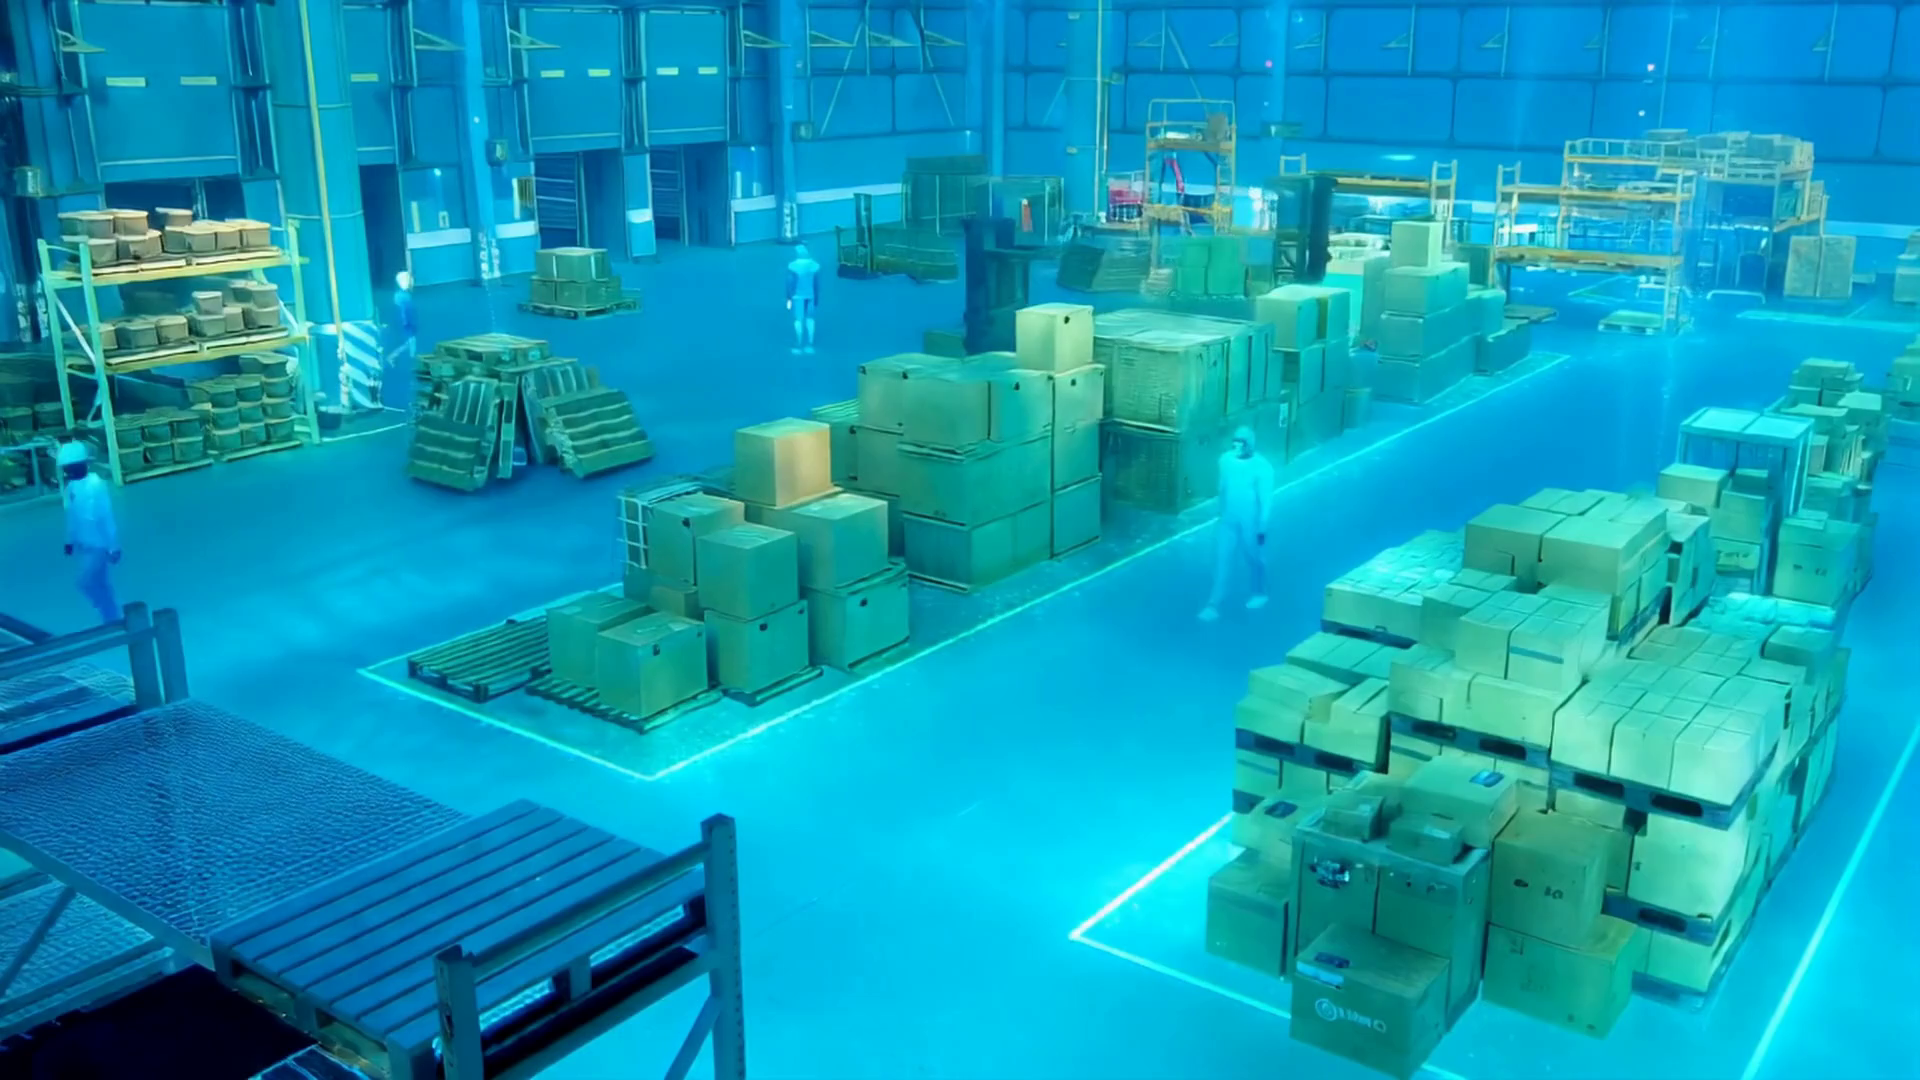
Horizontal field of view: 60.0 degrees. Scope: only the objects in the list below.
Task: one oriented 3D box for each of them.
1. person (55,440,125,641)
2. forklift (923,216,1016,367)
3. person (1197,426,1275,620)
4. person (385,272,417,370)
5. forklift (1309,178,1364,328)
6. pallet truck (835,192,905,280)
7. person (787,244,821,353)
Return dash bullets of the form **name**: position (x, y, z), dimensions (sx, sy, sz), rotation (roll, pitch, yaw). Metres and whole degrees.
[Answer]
- **person**: position (-8.073, 0.001, 15.416), dimensions (0.607, 1.907, 0.490), rotation (14, 22, 39)
- **forklift**: position (0.439, -3.495, 25.346), dimensions (1.873, 2.768, 1.129), rotation (12, 21, 35)
- **person**: position (2.713, -0.175, 16.056), dimensions (0.647, 1.885, 1.009), rotation (15, 23, 42)
- **person**: position (-9.374, -3.670, 27.958), dimensions (0.524, 1.680, 0.542), rotation (0, 17, -1)
- **forklift**: position (6.985, -5.591, 32.289), dimensions (1.873, 2.768, 1.129), rotation (3, 17, 10)
- **pallet truck**: position (-1.936, -7.159, 38.982), dimensions (1.885, 1.965, 0.823), rotation (-12, 21, -34)
- **person**: position (-2.781, -4.296, 29.630), dimensions (0.639, 1.927, 0.387), rotation (-9, 19, -27)
